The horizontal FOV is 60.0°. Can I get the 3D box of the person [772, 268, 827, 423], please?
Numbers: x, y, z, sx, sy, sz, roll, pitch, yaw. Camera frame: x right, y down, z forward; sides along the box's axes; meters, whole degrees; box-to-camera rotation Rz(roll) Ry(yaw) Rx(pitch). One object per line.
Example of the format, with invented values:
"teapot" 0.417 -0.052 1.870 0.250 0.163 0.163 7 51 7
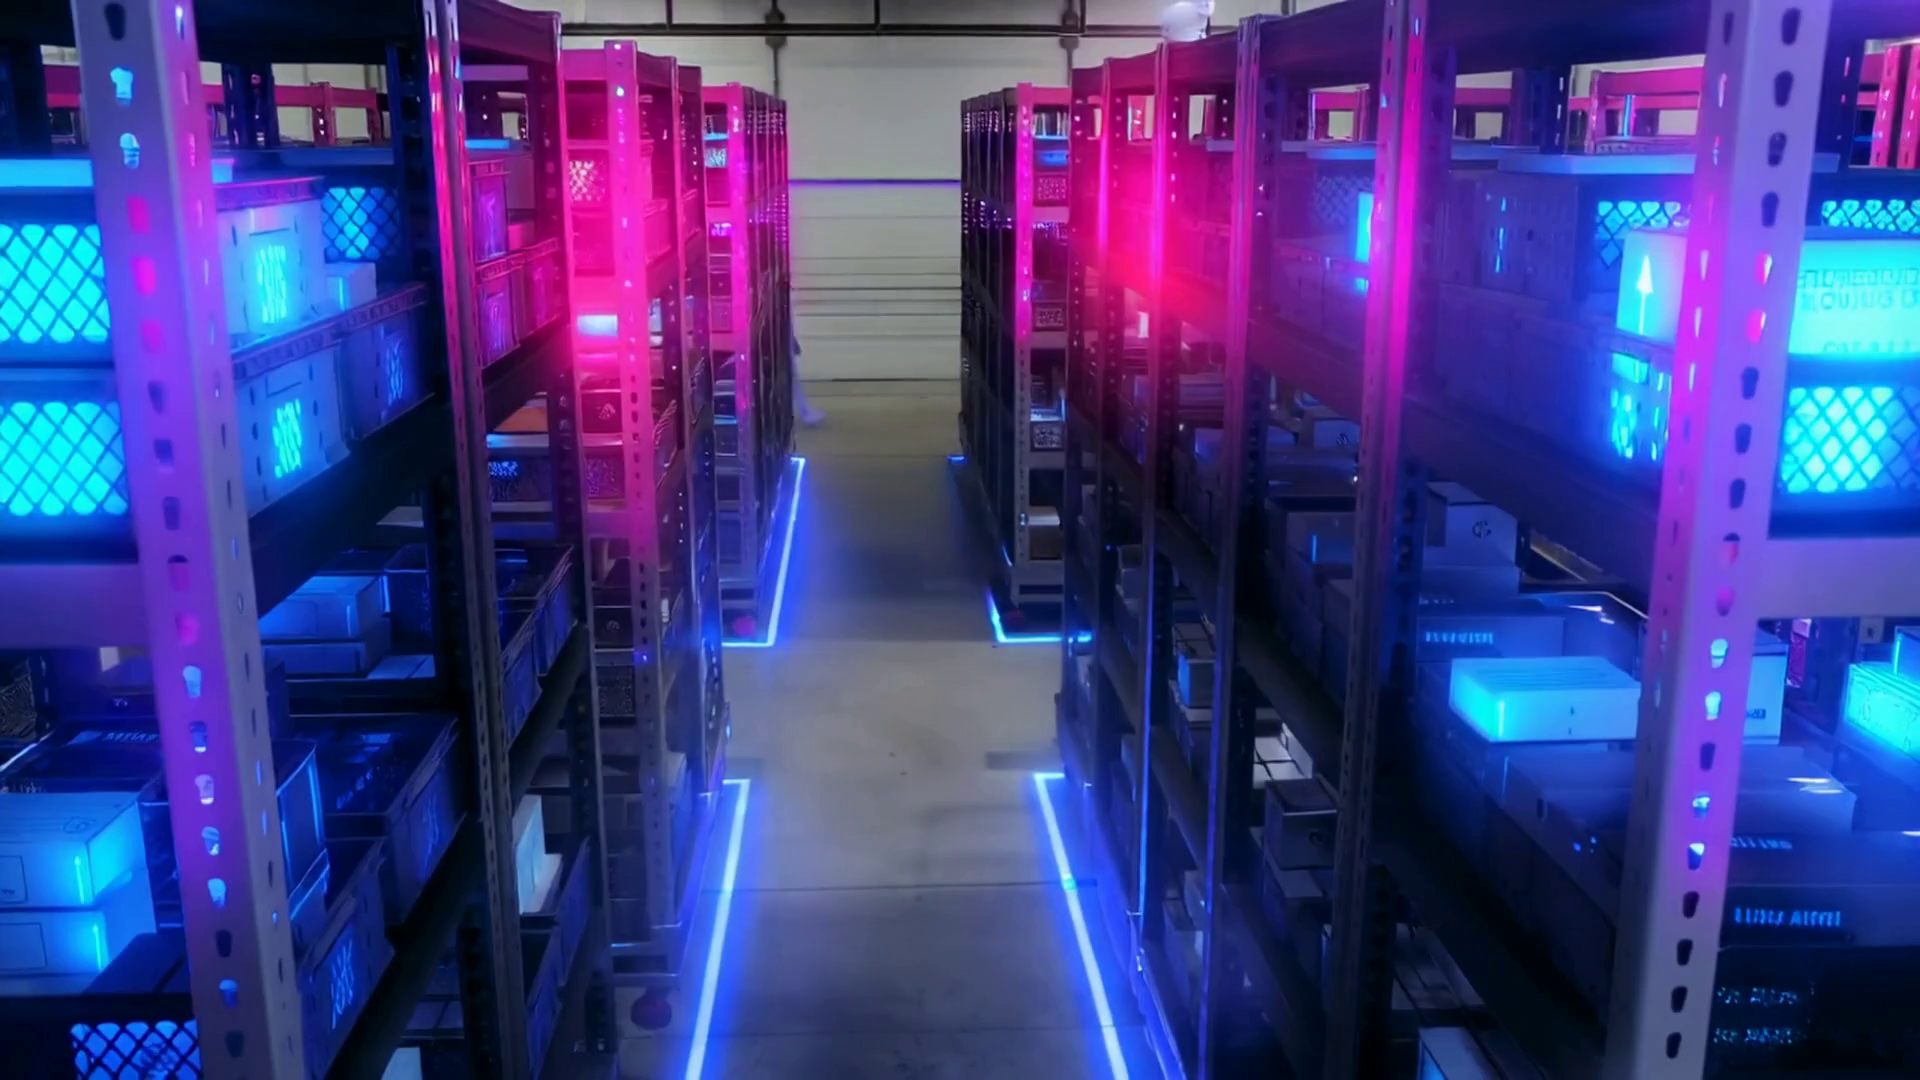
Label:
"person" -1.949 -2.224 19.029 0.901 1.809 0.571 -1 14 -4
